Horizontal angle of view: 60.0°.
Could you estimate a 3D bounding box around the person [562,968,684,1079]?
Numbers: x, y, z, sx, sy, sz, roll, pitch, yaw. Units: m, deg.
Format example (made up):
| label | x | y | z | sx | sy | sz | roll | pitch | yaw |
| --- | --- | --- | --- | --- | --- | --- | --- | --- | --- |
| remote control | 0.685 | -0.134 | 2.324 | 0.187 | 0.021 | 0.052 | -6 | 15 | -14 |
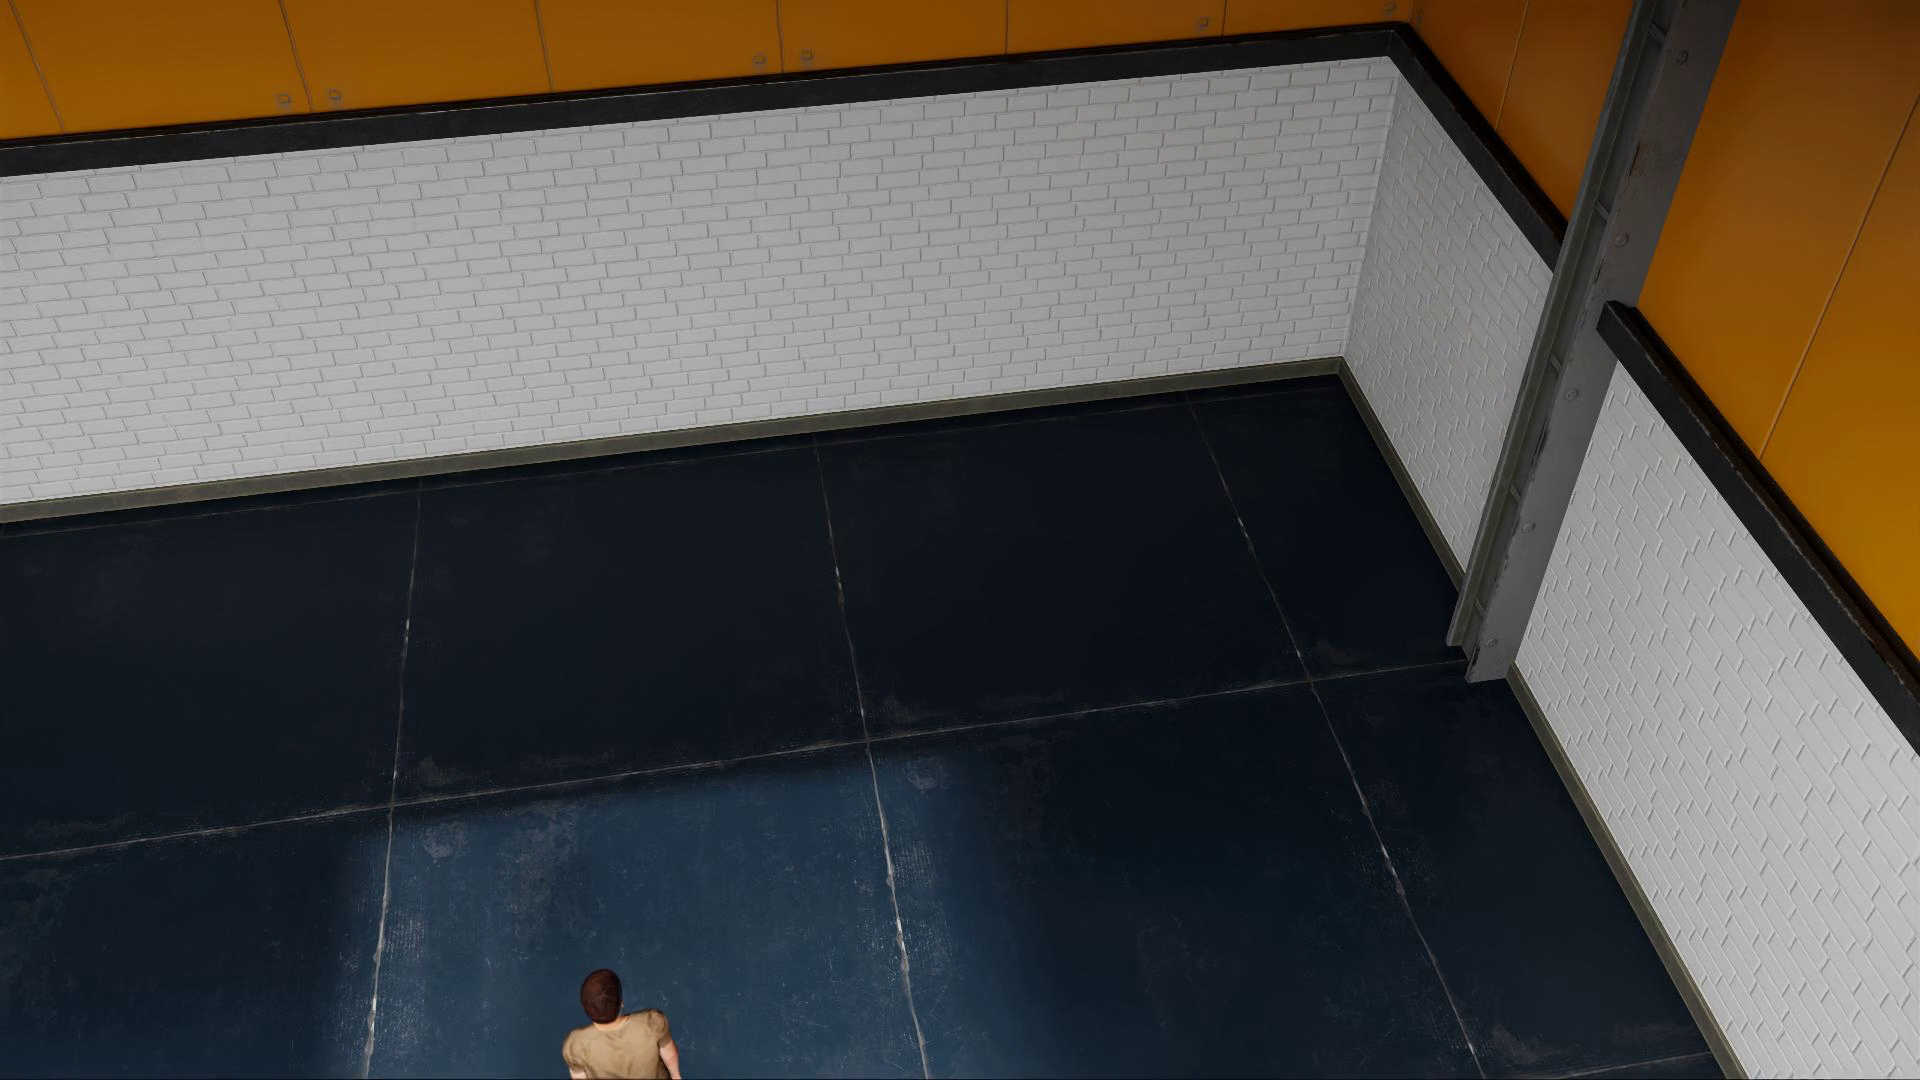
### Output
| label | x | y | z | sx | sy | sz | roll | pitch | yaw |
| --- | --- | --- | --- | --- | --- | --- | --- | --- | --- |
| person | -1.585 | 2.663 | 8.014 | 0.707 | 1.850 | 0.627 | -15 | 46 | -15 |
